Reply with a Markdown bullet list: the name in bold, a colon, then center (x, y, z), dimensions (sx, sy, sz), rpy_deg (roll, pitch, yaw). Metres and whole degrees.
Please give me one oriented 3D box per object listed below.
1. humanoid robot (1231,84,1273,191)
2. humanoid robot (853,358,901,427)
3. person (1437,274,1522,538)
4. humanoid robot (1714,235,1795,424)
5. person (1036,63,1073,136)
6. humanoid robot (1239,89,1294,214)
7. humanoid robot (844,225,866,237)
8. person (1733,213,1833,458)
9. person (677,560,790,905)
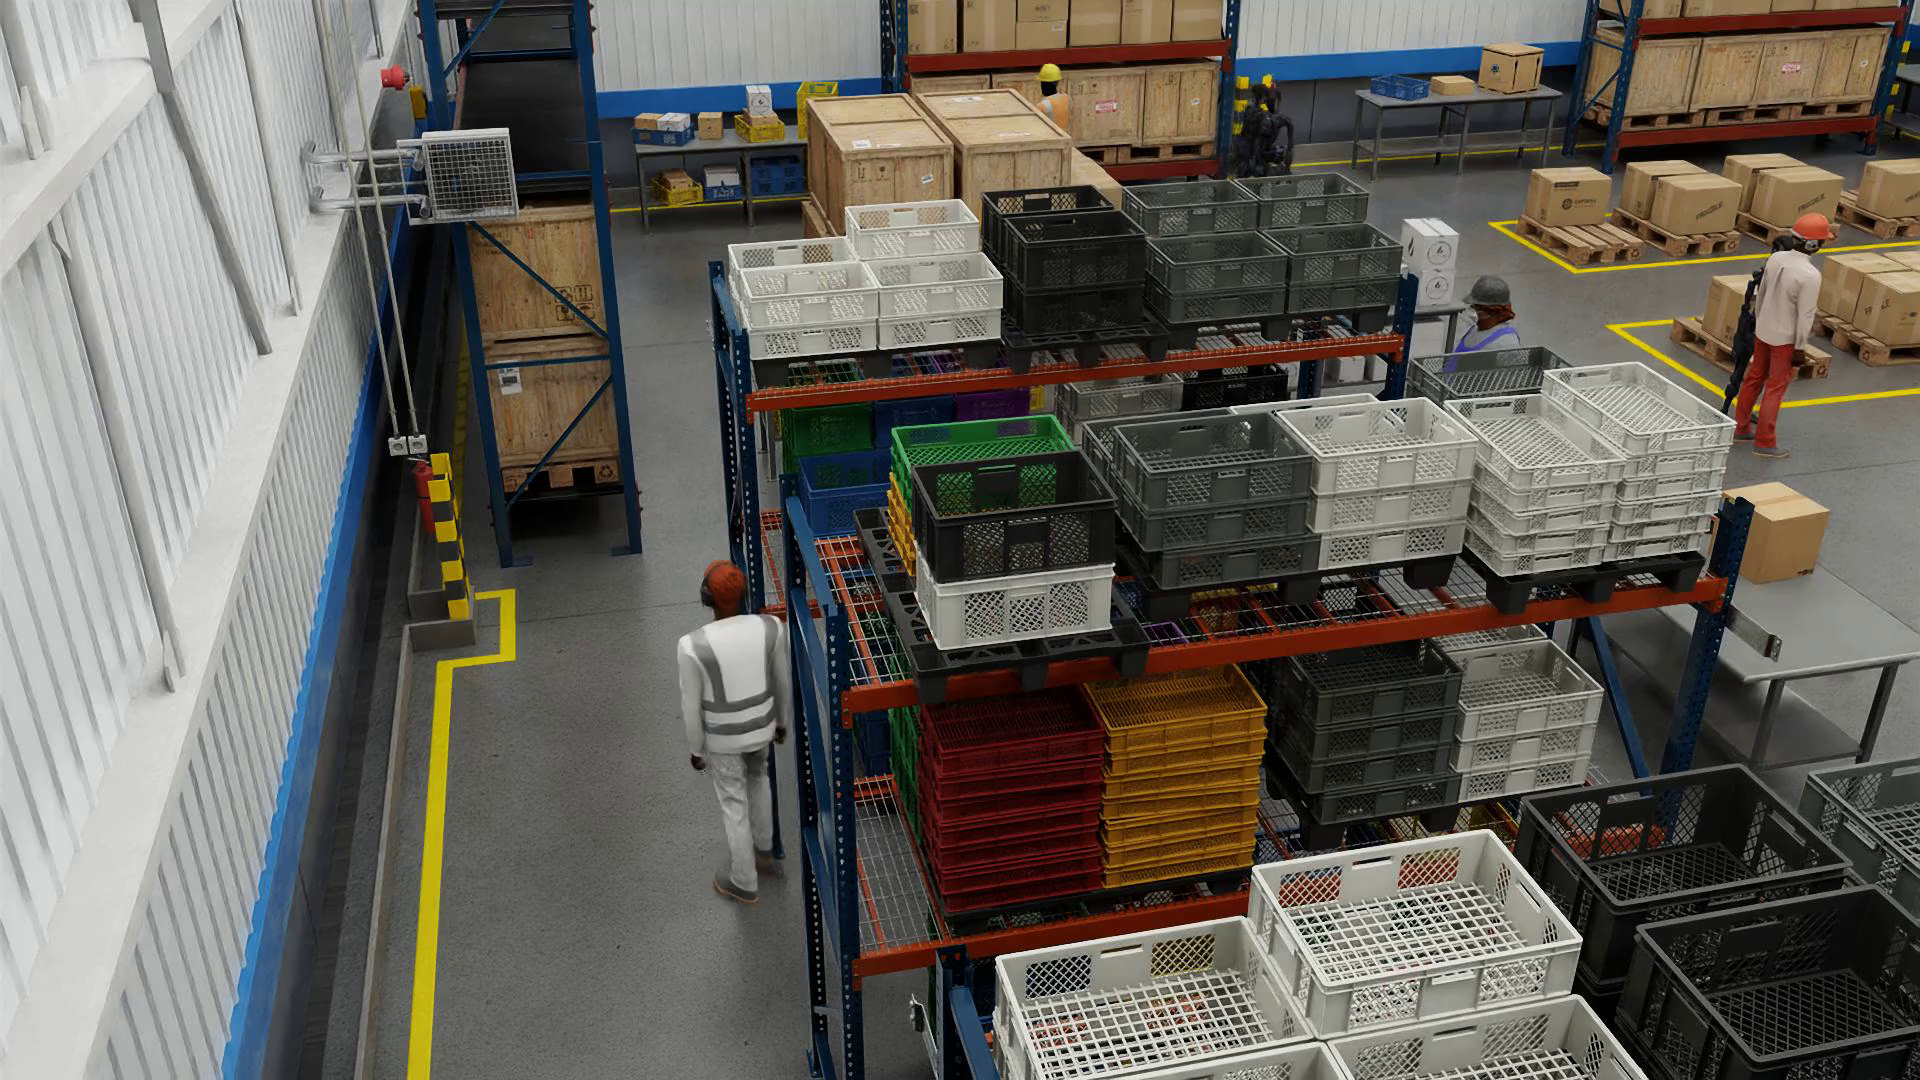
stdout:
- **humanoid robot**: center (3.227, -4.348, 18.839), dimensions (0.739, 1.623, 0.559), rpy_deg (-3, 28, -5)
- **humanoid robot**: center (-0.644, -0.664, 11.821), dimensions (0.576, 1.632, 0.696), rpy_deg (21, 34, 34)
- **person**: center (3.659, -0.924, 11.902), dimensions (0.536, 2.000, 0.679), rpy_deg (1, 28, 2)
- **humanoid robot**: center (6.674, -1.734, 13.827), dimensions (0.565, 1.651, 0.346), rpy_deg (-7, 29, -14)
- **person**: center (0.997, -4.292, 18.410), dimensions (0.364, 1.929, 0.585), rpy_deg (21, 34, 35)
- **humanoid robot**: center (3.424, -4.191, 18.493), dimensions (0.607, 1.644, 0.358), rpy_deg (20, 34, 33)
- **humanoid robot**: center (-0.841, -1.847, 14.021), dimensions (0.327, 1.660, 0.589), rpy_deg (-19, 33, -32)
- **person**: center (6.583, -1.641, 13.311), dimensions (0.392, 1.994, 0.610), rpy_deg (-5, 28, -9)
- **person**: center (-1.141, 0.974, 8.507), dimensions (0.574, 1.854, 0.571), rpy_deg (-18, 33, -30)
